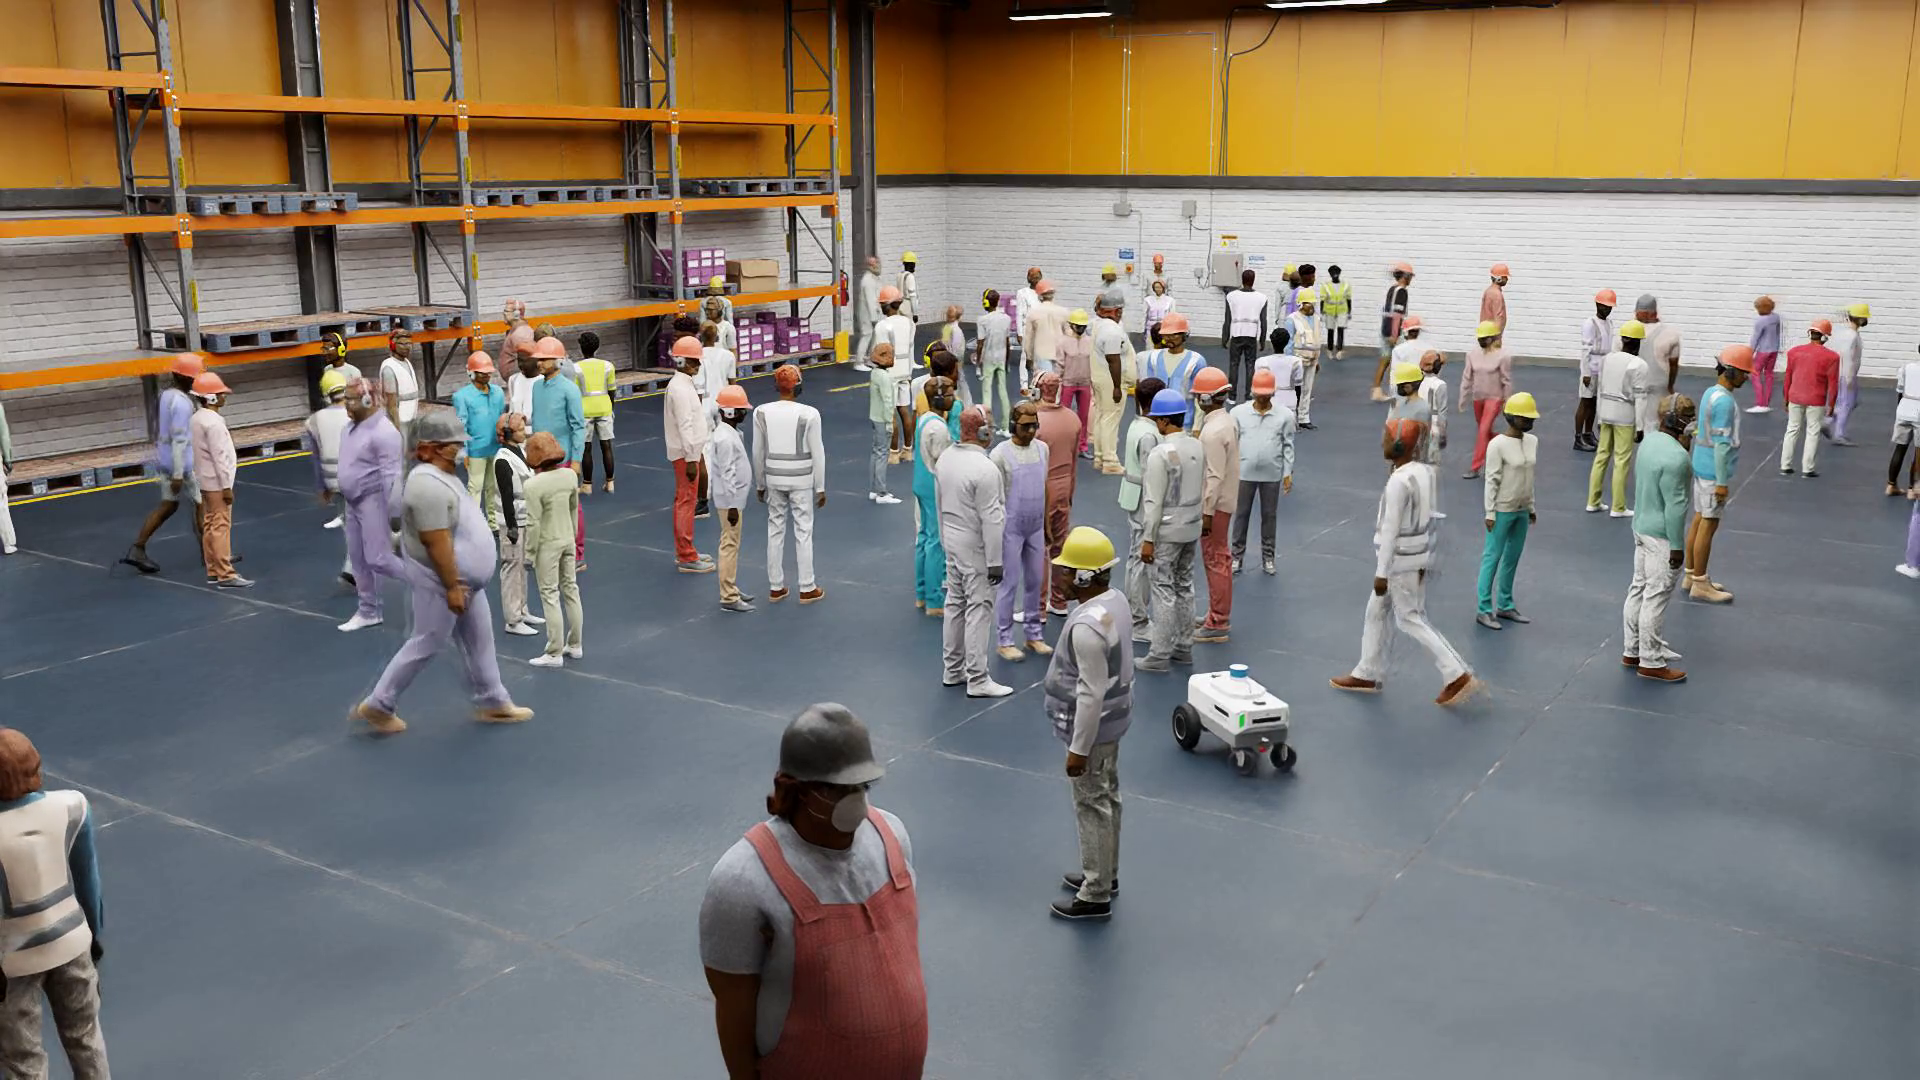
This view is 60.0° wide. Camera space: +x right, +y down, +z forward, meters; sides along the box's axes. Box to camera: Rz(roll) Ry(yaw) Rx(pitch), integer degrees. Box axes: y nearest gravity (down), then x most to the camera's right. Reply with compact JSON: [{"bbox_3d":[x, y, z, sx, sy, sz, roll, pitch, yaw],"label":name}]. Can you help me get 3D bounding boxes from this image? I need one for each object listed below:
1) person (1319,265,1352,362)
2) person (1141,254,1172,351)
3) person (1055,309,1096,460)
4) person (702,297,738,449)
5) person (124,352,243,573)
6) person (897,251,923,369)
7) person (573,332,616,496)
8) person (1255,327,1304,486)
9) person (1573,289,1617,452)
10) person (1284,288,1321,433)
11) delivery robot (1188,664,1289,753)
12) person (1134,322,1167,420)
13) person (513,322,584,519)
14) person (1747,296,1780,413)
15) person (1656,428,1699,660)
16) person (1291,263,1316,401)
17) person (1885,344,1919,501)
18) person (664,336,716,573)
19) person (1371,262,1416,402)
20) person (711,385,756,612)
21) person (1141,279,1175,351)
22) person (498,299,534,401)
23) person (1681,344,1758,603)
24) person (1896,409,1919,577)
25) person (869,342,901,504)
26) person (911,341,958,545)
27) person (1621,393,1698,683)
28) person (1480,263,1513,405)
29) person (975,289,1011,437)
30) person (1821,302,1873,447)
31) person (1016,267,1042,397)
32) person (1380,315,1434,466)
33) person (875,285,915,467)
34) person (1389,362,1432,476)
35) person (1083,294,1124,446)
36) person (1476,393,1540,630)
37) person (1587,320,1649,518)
[{"bbox_3d":[6.421,-3.861,28.415,0.581,1.642,0.834,3,13,13],"label":"person"},{"bbox_3d":[3.547,-4.273,29.960,0.566,1.755,0.321,0,13,-2],"label":"person"},{"bbox_3d":[1.346,-1.778,19.147,0.522,1.758,0.350,-5,14,-19],"label":"person"},{"bbox_3d":[-2.873,-1.959,19.730,0.520,1.844,0.330,8,15,31],"label":"person"},{"bbox_3d":[-6.630,-0.644,13.977,0.902,1.887,0.599,-11,17,-39],"label":"person"},{"bbox_3d":[-0.852,-3.808,27.569,0.359,1.930,0.587,-6,14,-25],"label":"person"},{"bbox_3d":[-3.807,-1.304,17.219,0.539,1.696,0.317,-9,16,-35],"label":"person"},{"bbox_3d":[3.367,-1.405,17.654,0.535,1.697,0.318,-1,13,-3],"label":"person"},{"bbox_3d":[7.594,-2.022,19.815,0.543,1.932,0.376,-11,17,-39],"label":"person"},{"bbox_3d":[4.373,-2.281,21.154,0.586,1.833,0.404,-10,16,-36],"label":"person"},{"bbox_3d":[1.613,0.967,9.664,0.477,0.478,0.707,-4,14,-18],"label":"delivery robot"},{"bbox_3d":[1.967,-1.258,16.682,0.524,1.857,0.346,13,18,43],"label":"person"},{"bbox_3d":[-3.876,-1.083,15.729,0.635,1.937,0.359,3,13,15],"label":"person"},{"bbox_3d":[11.021,-2.543,22.795,0.598,1.611,0.311,-7,15,-29],"label":"person"},{"bbox_3d":[4.946,-0.044,11.649,0.295,1.743,0.492,2,13,8],"label":"person"},{"bbox_3d":[4.934,-2.989,23.930,0.361,1.964,0.613,0,13,2],"label":"person"},{"bbox_3d":[9.766,-1.235,16.944,0.320,1.686,0.538,-5,14,-22],"label":"person"},{"bbox_3d":[-2.292,-0.722,14.050,0.384,1.990,0.612,-3,13,-13],"label":"person"},{"bbox_3d":[6.196,-2.958,23.745,0.682,1.987,0.639,-2,13,-7],"label":"person"},{"bbox_3d":[-1.745,-0.325,12.850,0.334,1.749,0.572,-2,13,-7],"label":"person"},{"bbox_3d":[3.023,-3.154,25.366,0.524,1.639,0.308,3,13,13],"label":"person"},{"bbox_3d":[-4.946,-1.736,18.616,0.409,1.912,0.651,-2,13,-10],"label":"person"},{"bbox_3d":[5.996,-0.533,13.133,0.405,2.034,0.609,4,13,15],"label":"person"},{"bbox_3d":[8.015,-0.519,13.521,0.518,1.838,0.881,2,13,9],"label":"person"},{"bbox_3d":[-0.776,-1.189,16.855,0.264,1.632,0.507,-4,14,-17],"label":"person"},{"bbox_3d":[-0.202,-0.839,14.820,0.512,1.873,0.329,-9,16,-36],"label":"person"},{"bbox_3d":[4.694,-0.022,11.133,0.372,1.938,0.630,0,13,2],"label":"person"},{"bbox_3d":[7.548,-2.907,23.514,0.396,1.992,0.622,0,13,1],"label":"person"},{"bbox_3d":[0.409,-2.187,20.698,0.521,1.860,0.320,-8,15,-30],"label":"person"},{"bbox_3d":[10.749,-1.999,20.114,0.412,1.746,0.542,7,15,28],"label":"person"},{"bbox_3d":[1.081,-3.036,24.323,0.578,1.883,0.353,-8,15,-30],"label":"person"},{"bbox_3d":[5.003,-1.651,18.640,0.561,1.727,0.626,-3,13,-15],"label":"person"},{"bbox_3d":[-0.774,-1.858,18.853,0.388,2.043,0.615,10,16,36],"label":"person"},{"bbox_3d":[3.822,-0.645,14.235,0.343,1.755,0.531,-3,13,-14],"label":"person"},{"bbox_3d":[1.730,-2.057,20.155,0.508,1.847,0.345,1,13,6],"label":"person"},{"bbox_3d":[4.105,-0.220,12.365,0.535,1.766,0.321,-8,15,-32],"label":"person"},{"bbox_3d":[6.449,-1.182,16.215,0.402,1.916,0.585,-6,14,-25],"label":"person"}]
